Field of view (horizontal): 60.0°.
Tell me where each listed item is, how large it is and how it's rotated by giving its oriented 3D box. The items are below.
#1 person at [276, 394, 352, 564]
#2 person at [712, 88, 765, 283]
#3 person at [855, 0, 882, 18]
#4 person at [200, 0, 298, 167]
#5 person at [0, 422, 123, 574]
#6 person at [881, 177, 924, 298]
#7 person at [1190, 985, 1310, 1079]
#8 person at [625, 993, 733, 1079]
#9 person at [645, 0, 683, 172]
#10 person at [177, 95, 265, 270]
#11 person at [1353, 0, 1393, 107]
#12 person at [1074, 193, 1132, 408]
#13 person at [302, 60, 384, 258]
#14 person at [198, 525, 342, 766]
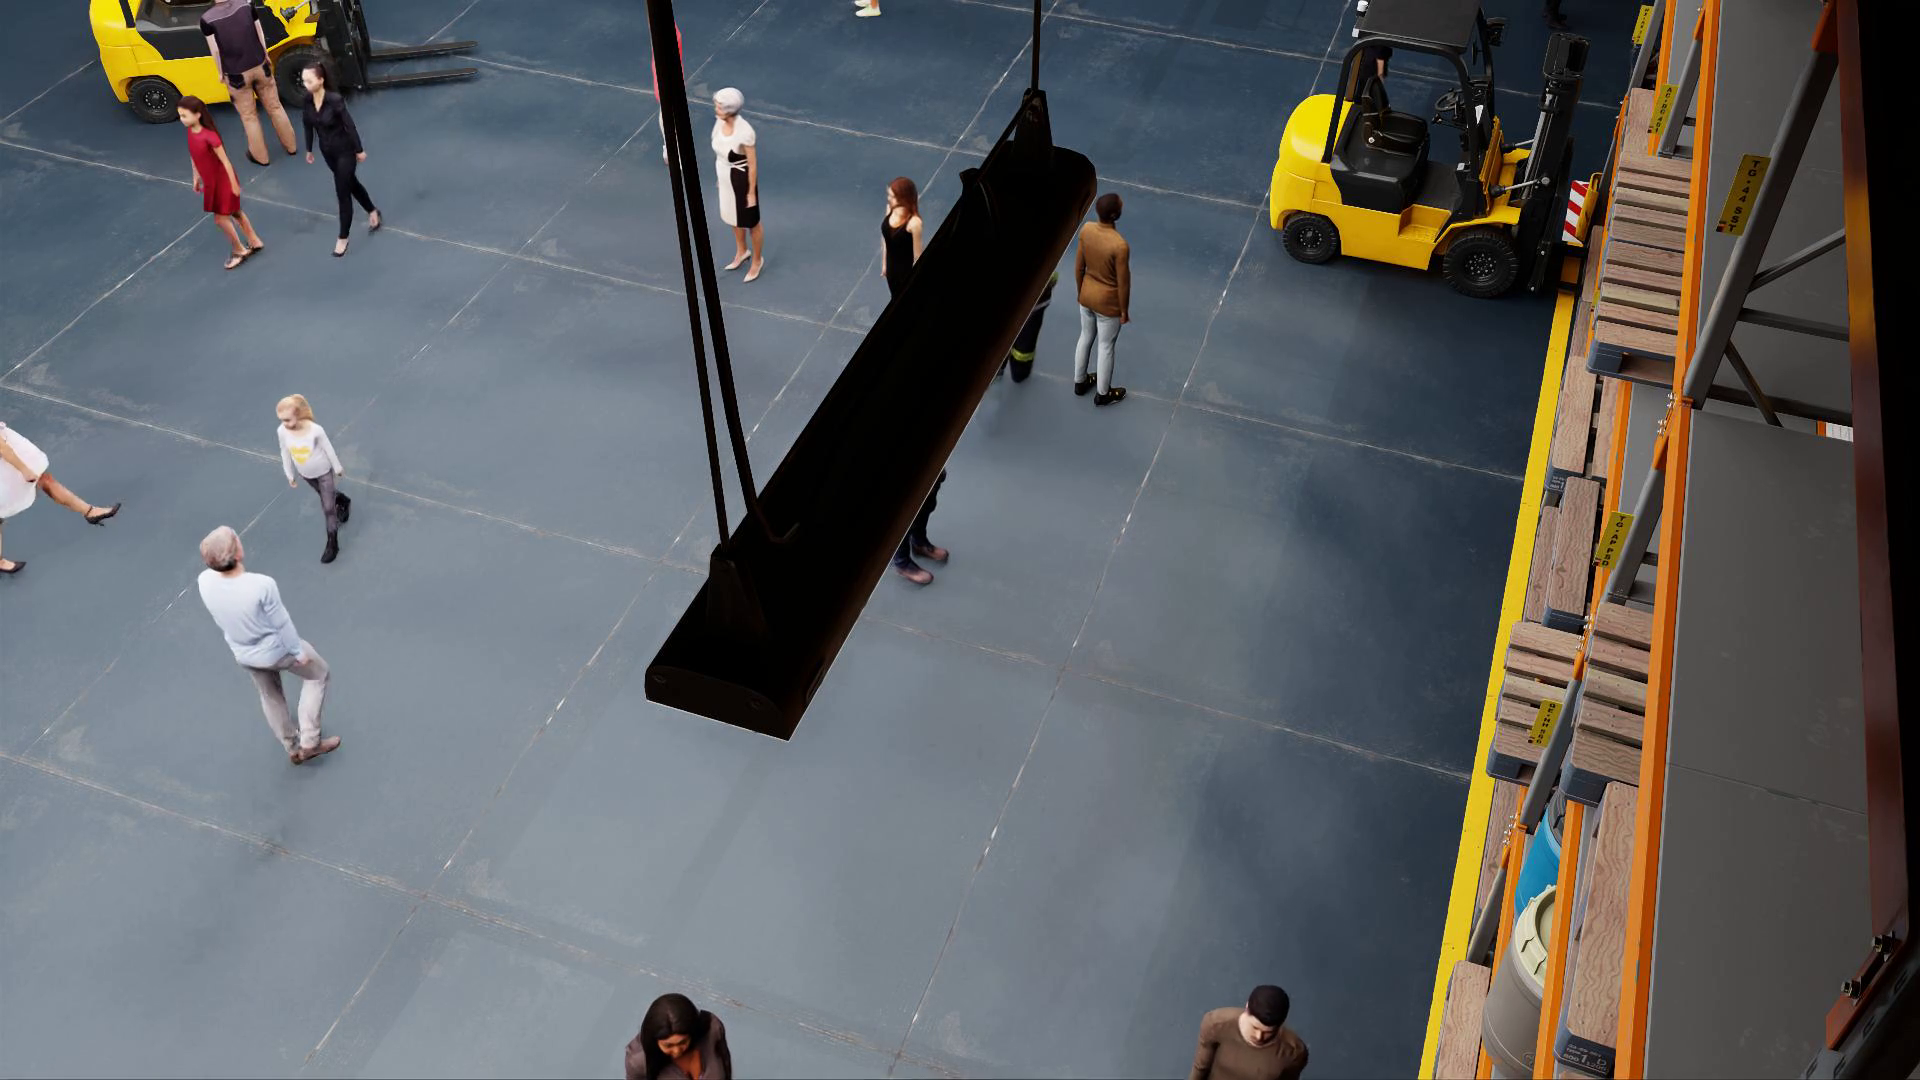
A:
[{"bbox_3d":[-4.492,-0.533,11.643,0.665,1.248,0.963,1,44,1],"label":"person"},{"bbox_3d":[-1.829,-2.966,13.831,0.696,1.752,0.703,-30,51,-28],"label":"person"},{"bbox_3d":[-0.968,-6.365,17.372,0.702,1.789,0.576,1,44,1],"label":"person"},{"bbox_3d":[-6.527,-4.314,15.182,0.701,1.842,0.830,-32,52,-29],"label":"person"},{"bbox_3d":[-6.547,-0.438,11.167,1.273,1.768,1.045,-30,51,-28],"label":"person"},{"bbox_3d":[-0.420,-2.079,12.923,0.668,1.722,0.649,-28,50,-26],"label":"person"},{"bbox_3d":[1.336,2.593,7.909,0.671,1.873,0.933,16,46,16],"label":"person"},{"bbox_3d":[-1.283,2.665,7.857,0.738,1.839,0.815,-22,48,-22],"label":"person"},{"bbox_3d":[-2.655,-4.193,15.065,0.725,1.827,0.660,-16,46,-17],"label":"person"},{"bbox_3d":[-6.234,-3.094,14.123,0.634,1.536,0.727,27,50,25],"label":"person"},{"bbox_3d":[3.794,-4.378,15.380,0.733,1.660,0.608,-3,44,-3],"label":"person"},{"bbox_3d":[1.069,-1.825,12.588,0.707,1.815,0.676,33,53,30],"label":"person"},{"bbox_3d":[-5.279,-3.331,14.269,0.643,1.676,0.969,17,46,17],"label":"person"},{"bbox_3d":[-4.152,0.715,9.871,0.725,1.886,0.717,7,44,7],"label":"person"}]
